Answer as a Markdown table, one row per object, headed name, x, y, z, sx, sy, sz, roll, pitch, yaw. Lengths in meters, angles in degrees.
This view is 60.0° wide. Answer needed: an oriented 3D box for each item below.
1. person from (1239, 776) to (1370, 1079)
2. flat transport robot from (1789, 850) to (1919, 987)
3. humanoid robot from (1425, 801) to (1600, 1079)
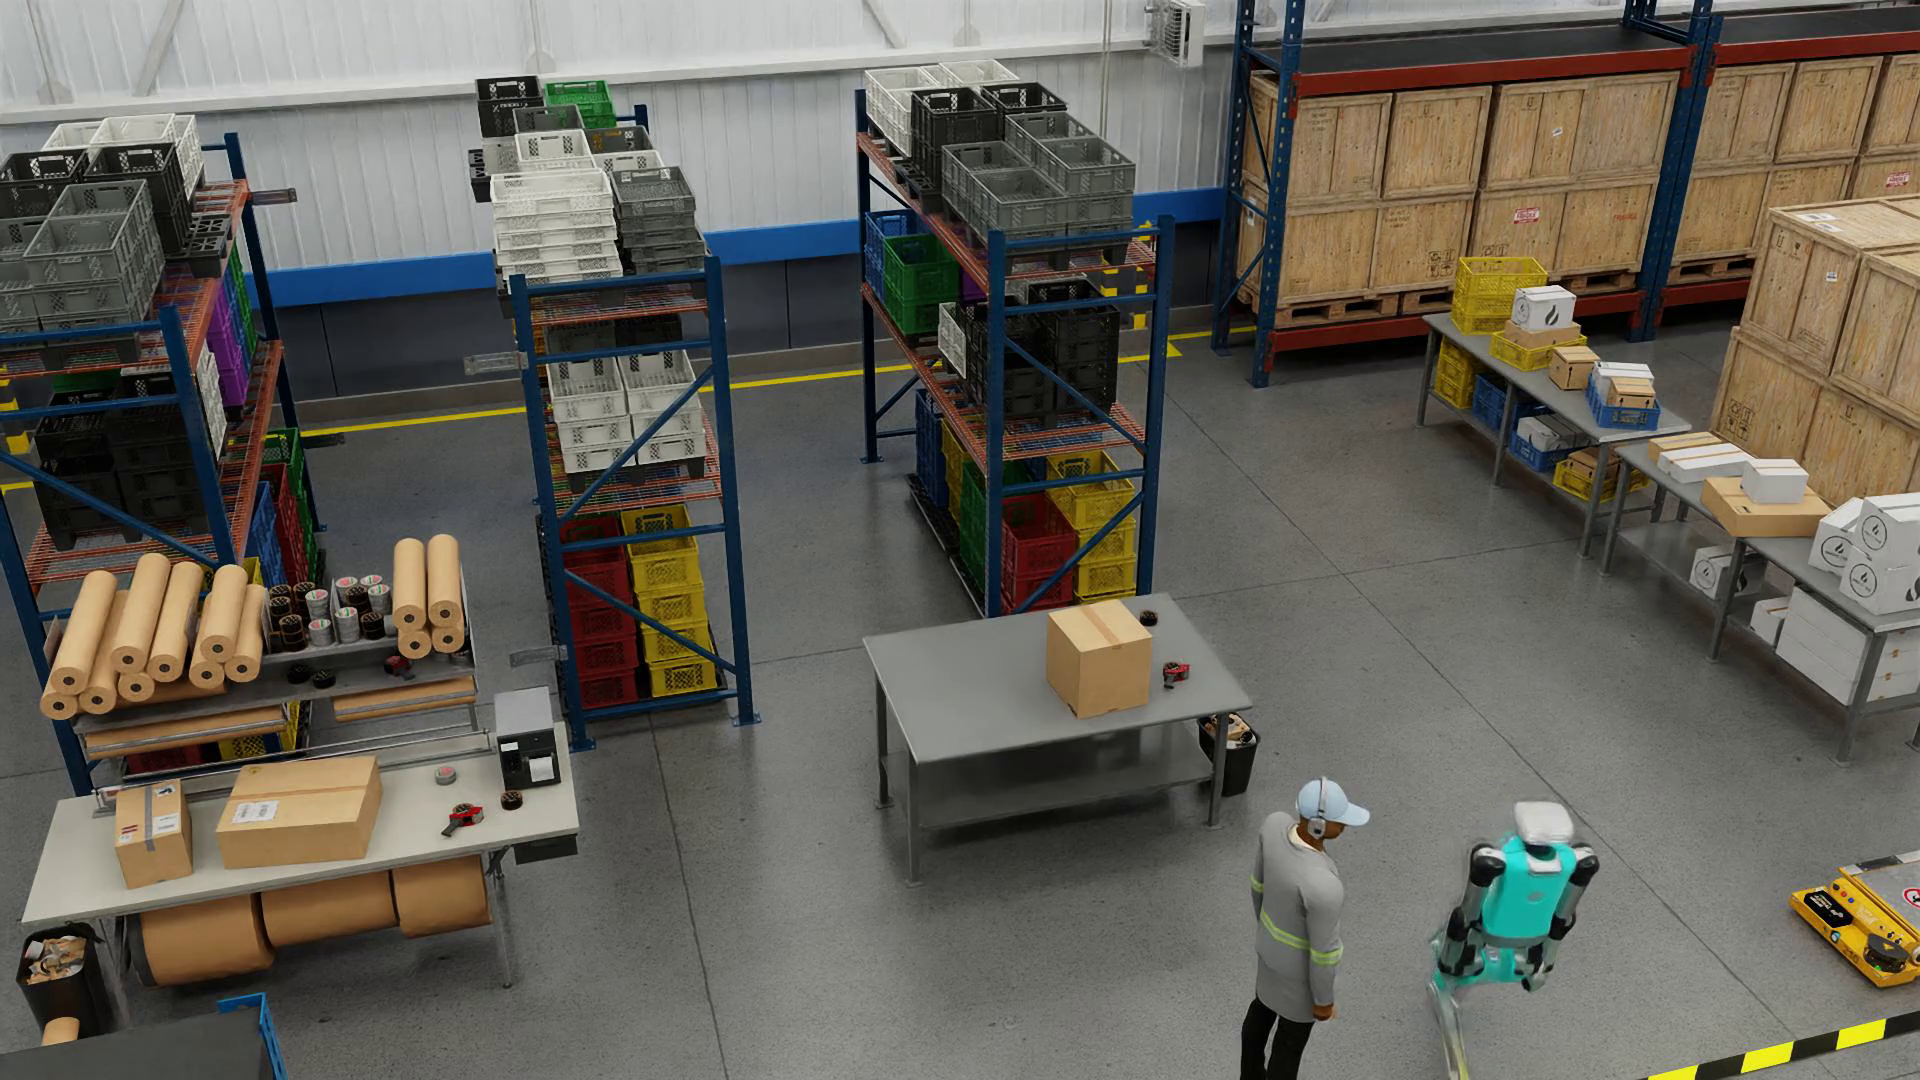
| name | x | y | z | sx | sy | sz | roll | pitch | yaw |
| --- | --- | --- | --- | --- | --- | --- | --- | --- | --- |
| person | 1.481 | 1.799 | 7.246 | 0.391 | 1.849 | 0.594 | -9 | 30 | -15 |
| flat transport robot | 5.163 | 1.916 | 8.676 | 1.431 | 0.231 | 0.659 | -8 | 30 | -14 |
| humanoid robot | 2.345 | 1.750 | 7.518 | 0.557 | 1.813 | 0.936 | -2 | 29 | -4 |
